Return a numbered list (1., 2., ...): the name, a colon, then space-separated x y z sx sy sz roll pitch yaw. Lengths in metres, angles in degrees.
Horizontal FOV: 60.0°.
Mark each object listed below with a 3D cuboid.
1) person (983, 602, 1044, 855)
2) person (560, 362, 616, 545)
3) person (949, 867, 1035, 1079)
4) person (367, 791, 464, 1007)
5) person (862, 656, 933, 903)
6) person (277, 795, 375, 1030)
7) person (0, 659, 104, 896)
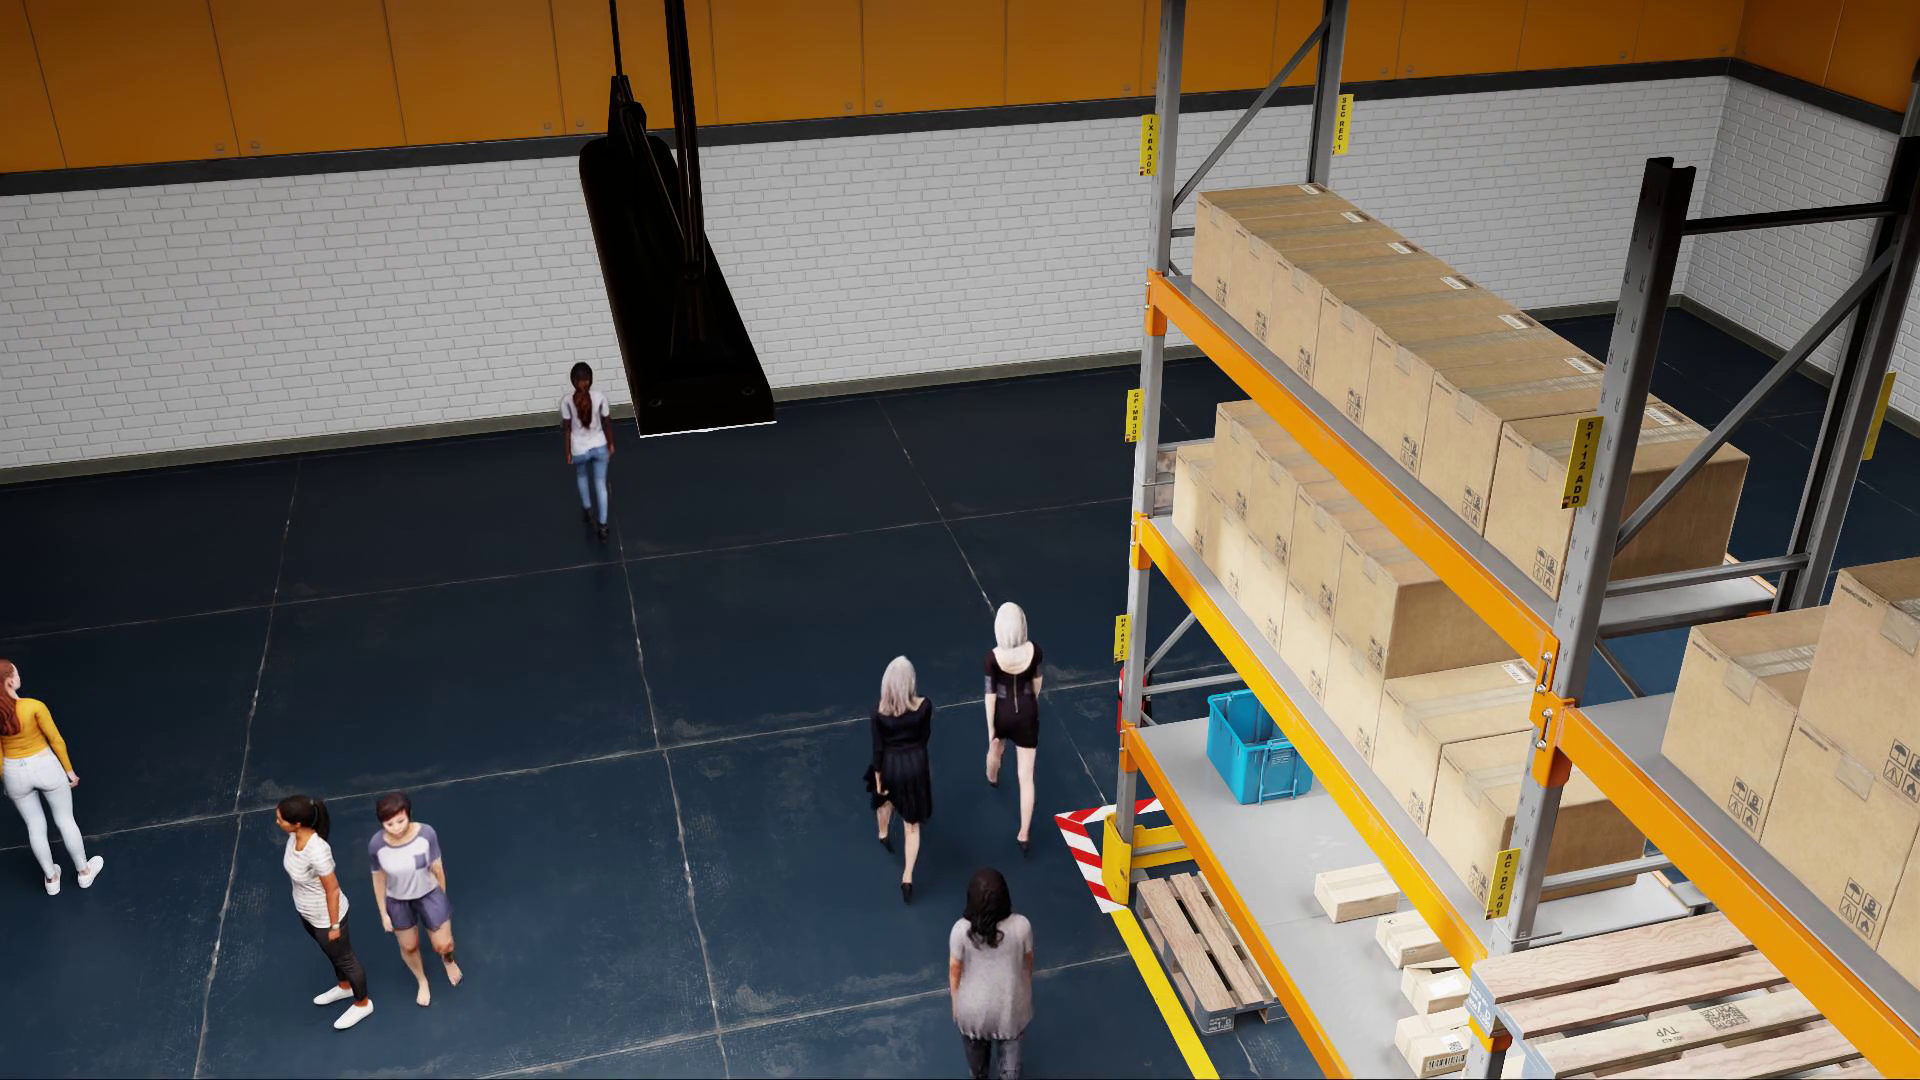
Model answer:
1. person: 0.394 1.293 11.197 0.651 1.771 1.207 -4 29 -8
2. person: -3.344 -0.764 15.040 0.591 1.702 0.800 -7 29 -13
3. person: 0.180 2.519 9.132 0.733 1.597 0.868 -1 29 -2
4. person: -3.284 2.090 9.967 0.572 1.551 0.558 -9 30 -15
5. person: -0.341 1.577 10.731 0.629 1.719 0.953 -6 29 -11
6. person: -3.733 2.151 9.759 0.695 1.643 0.574 -22 36 -35
7. person: -5.999 1.535 10.778 0.589 1.749 0.511 -8 30 -14
